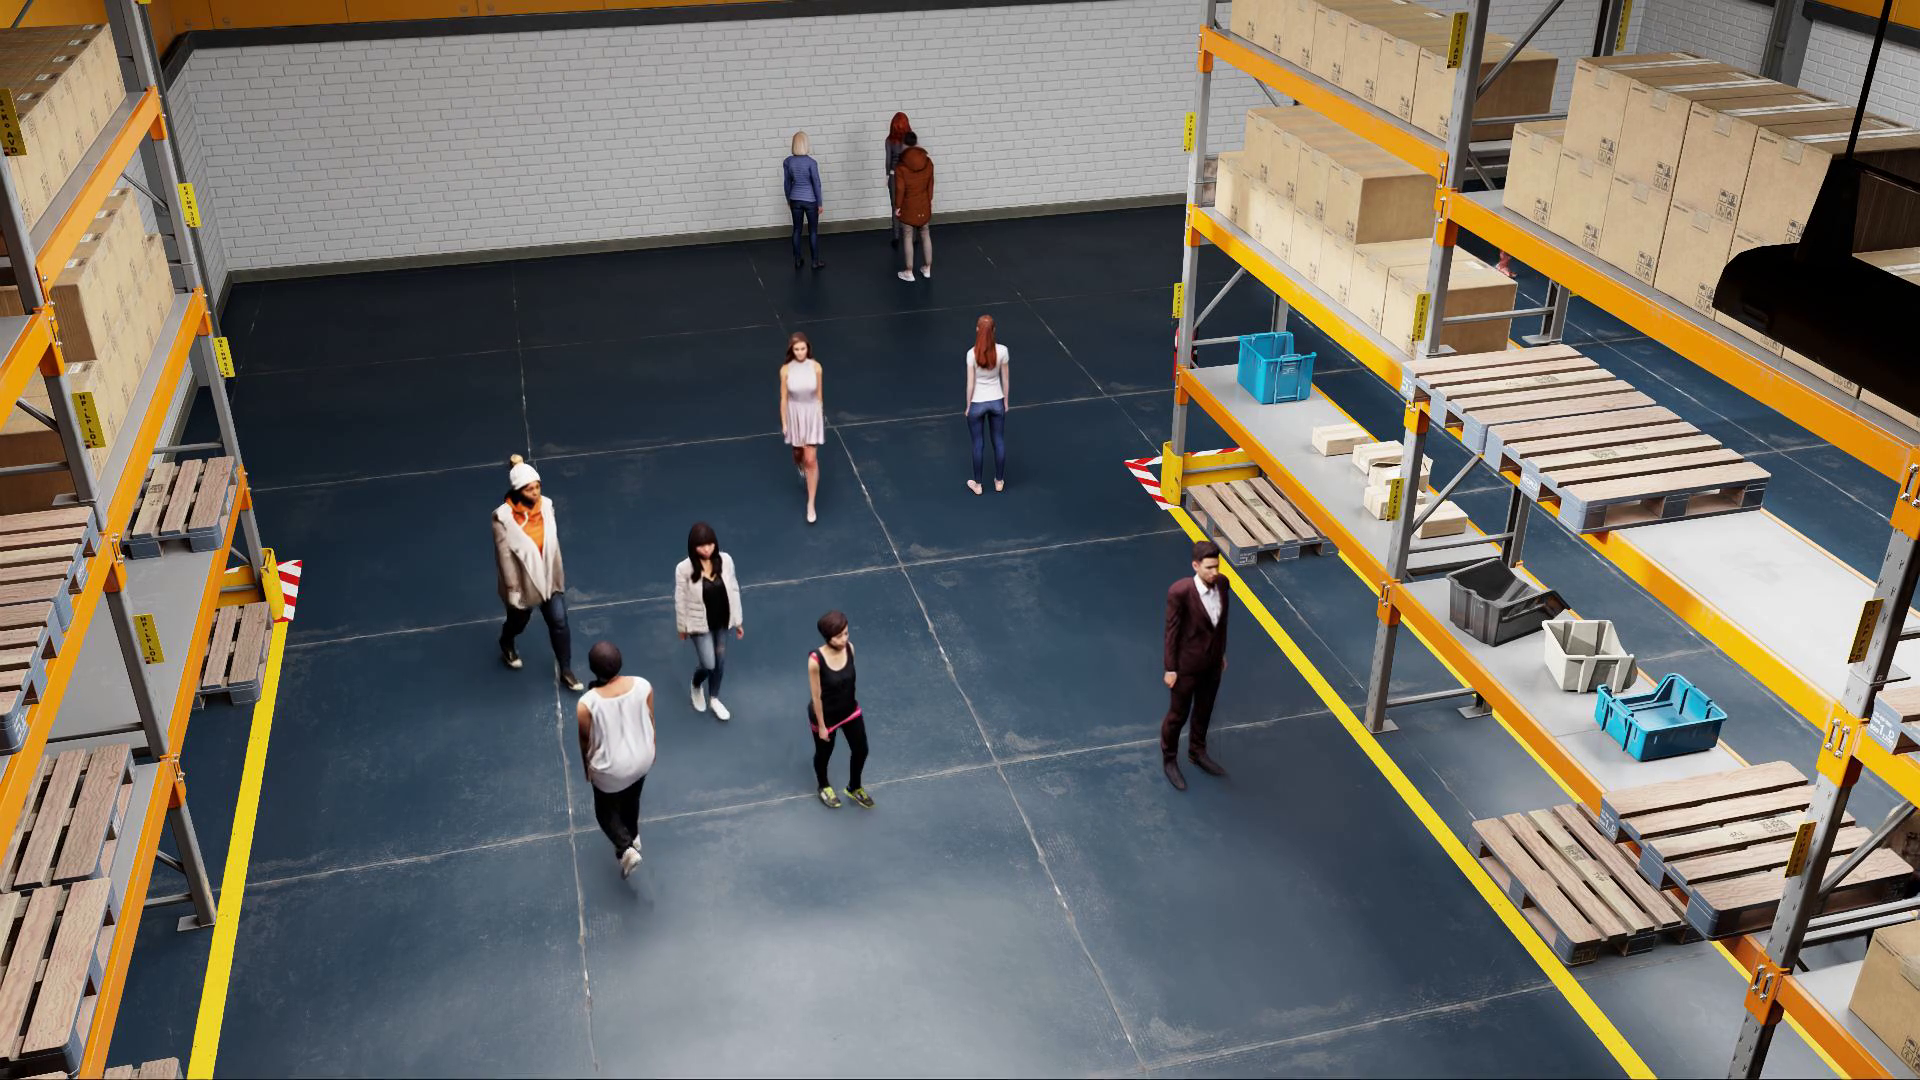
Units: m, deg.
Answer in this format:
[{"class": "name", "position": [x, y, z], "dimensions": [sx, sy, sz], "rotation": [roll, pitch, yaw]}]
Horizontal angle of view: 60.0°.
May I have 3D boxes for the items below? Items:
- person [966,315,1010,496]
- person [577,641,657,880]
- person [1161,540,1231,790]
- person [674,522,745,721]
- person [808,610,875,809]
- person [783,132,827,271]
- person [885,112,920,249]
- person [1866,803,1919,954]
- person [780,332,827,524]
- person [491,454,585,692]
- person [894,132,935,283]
[{"class": "person", "position": [0.248, -1.248, 15.380], "dimensions": [0.553, 1.739, 0.521], "rotation": [-7, 29, -12]}, {"class": "person", "position": [-2.170, 1.401, 10.595], "dimensions": [0.821, 1.672, 0.990], "rotation": [-17, 33, -29]}, {"class": "person", "position": [1.630, 0.819, 11.460], "dimensions": [0.744, 1.864, 0.681], "rotation": [-16, 33, -27]}, {"class": "person", "position": [-1.864, 0.557, 12.191], "dimensions": [0.715, 1.625, 0.750], "rotation": [-17, 33, -28]}, {"class": "person", "position": [-0.901, 1.124, 11.246], "dimensions": [0.656, 1.534, 0.731], "rotation": [-20, 35, -32]}, {"class": "person", "position": [-1.963, -4.232, 20.941], "dimensions": [0.726, 1.654, 0.739], "rotation": [9, 30, 16]}, {"class": "person", "position": [-0.752, -4.683, 21.637], "dimensions": [0.619, 1.779, 0.560], "rotation": [-2, 29, -3]}, {"class": "person", "position": [5.551, 1.922, 9.879], "dimensions": [0.612, 1.442, 0.928], "rotation": [-4, 29, -7]}, {"class": "person", "position": [-1.427, -1.083, 15.079], "dimensions": [0.674, 1.739, 1.131], "rotation": [-2, 29, -4]}, {"class": "person", "position": [-3.287, 0.234, 12.534], "dimensions": [0.990, 1.865, 1.237], "rotation": [-22, 35, -34]}, {"class": "person", "position": [-0.556, -4.118, 20.539], "dimensions": [0.783, 1.837, 0.782], "rotation": [-15, 32, -26]}]
